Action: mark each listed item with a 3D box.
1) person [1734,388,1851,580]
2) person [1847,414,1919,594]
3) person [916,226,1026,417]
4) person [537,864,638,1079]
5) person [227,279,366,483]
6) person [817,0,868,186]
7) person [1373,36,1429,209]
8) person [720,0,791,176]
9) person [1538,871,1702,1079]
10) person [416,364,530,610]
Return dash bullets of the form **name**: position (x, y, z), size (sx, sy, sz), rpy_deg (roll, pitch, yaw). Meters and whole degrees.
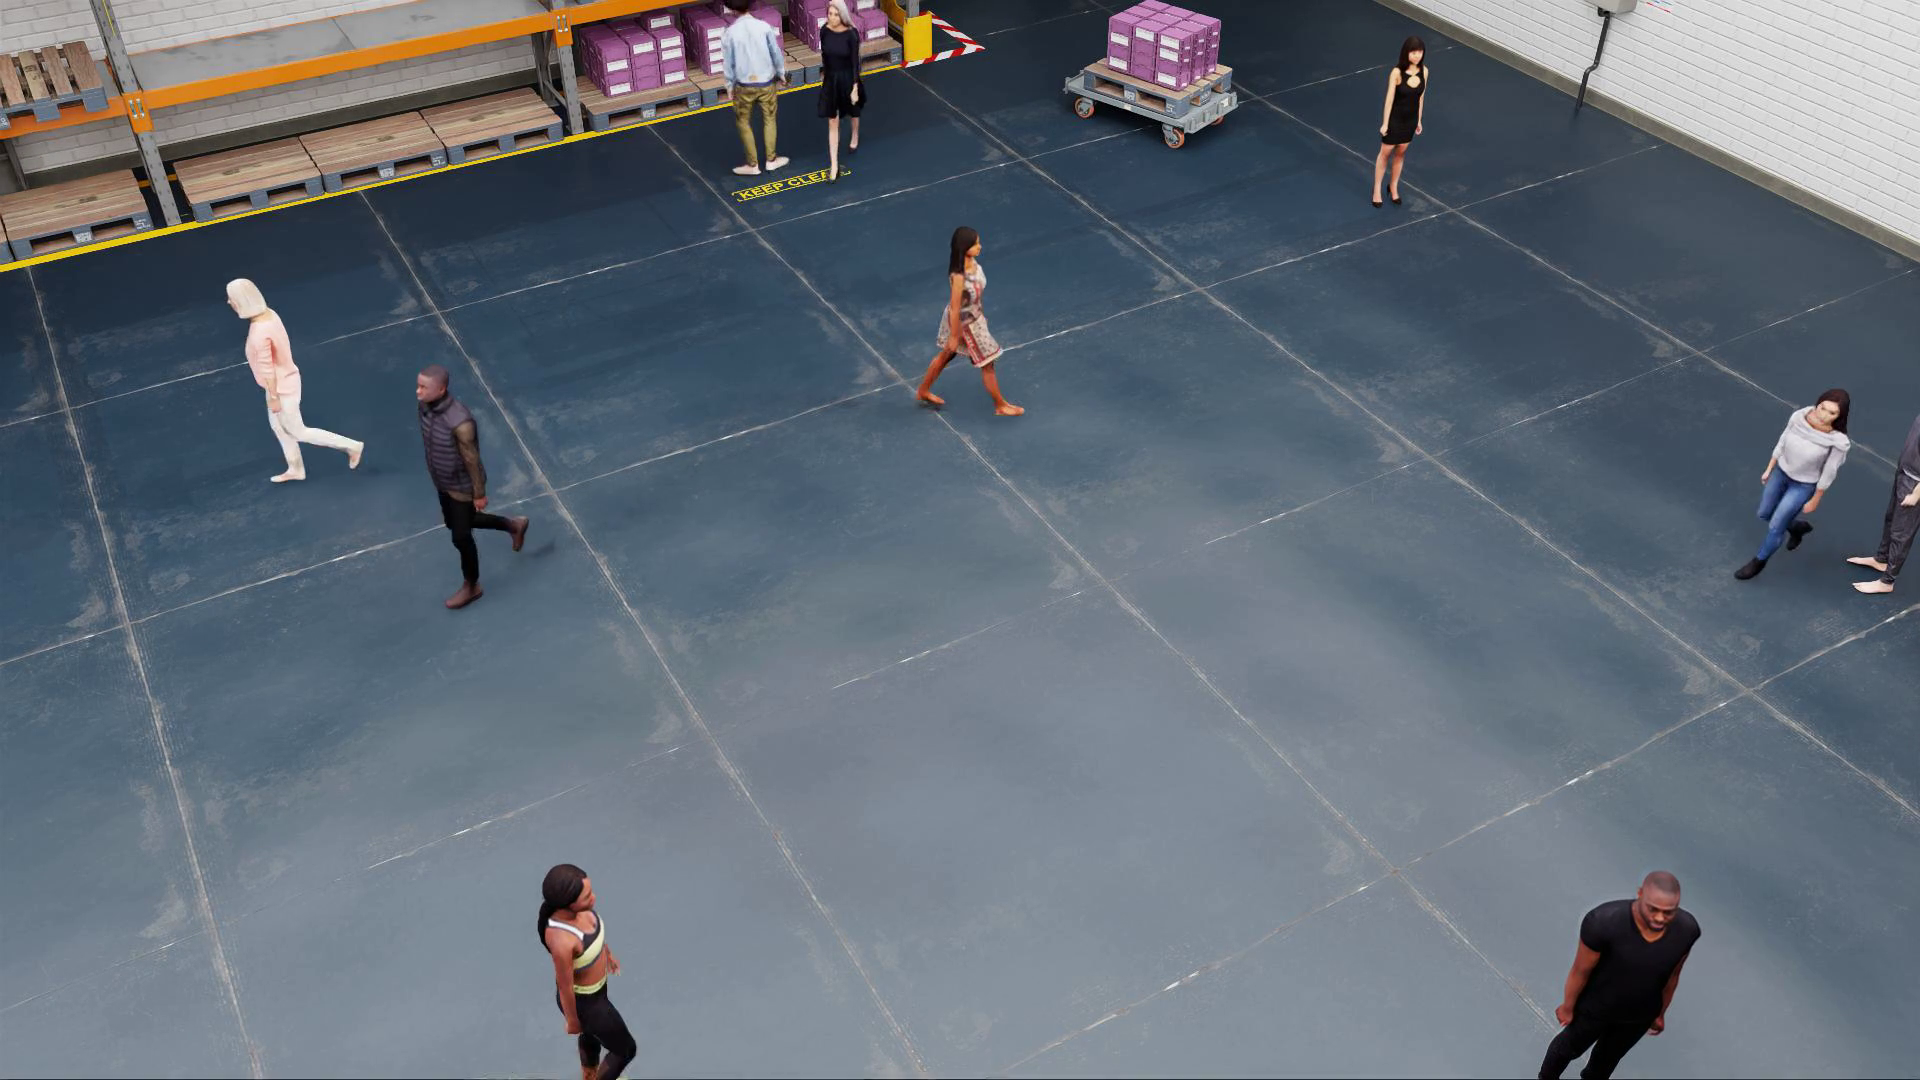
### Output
- **person**: position (5.687, -0.396, 11.216), size (0.851, 1.608, 0.690), rpy_deg (-15, 41, -18)
- **person**: position (6.405, -0.411, 11.108), size (0.720, 1.765, 0.654), rpy_deg (11, 40, 13)
- **person**: position (-0.047, -1.663, 12.811), size (1.172, 1.597, 1.054), rpy_deg (7, 39, 8)
- **person**: position (-1.870, 2.155, 7.913), size (0.688, 1.743, 0.659), rpy_deg (-4, 39, -5)
- **person**: position (-4.832, -1.130, 12.059), size (1.011, 1.703, 0.732), rpy_deg (-10, 40, -13)
- **person**: position (-1.120, -4.413, 16.178), size (1.094, 1.693, 1.163), rpy_deg (11, 40, 13)
- **person**: position (4.130, -3.933, 15.610), size (0.500, 1.650, 0.668), rpy_deg (-10, 40, -12)
- **person**: position (-1.973, -4.402, 16.079), size (0.685, 1.799, 0.900), rpy_deg (0, 39, 0)
- **person**: position (3.082, 2.170, 7.833), size (0.690, 1.818, 0.801), rpy_deg (3, 39, 4)
- **person**: position (-3.264, -0.410, 11.065), size (0.894, 1.818, 1.115), rpy_deg (30, 47, 32)
